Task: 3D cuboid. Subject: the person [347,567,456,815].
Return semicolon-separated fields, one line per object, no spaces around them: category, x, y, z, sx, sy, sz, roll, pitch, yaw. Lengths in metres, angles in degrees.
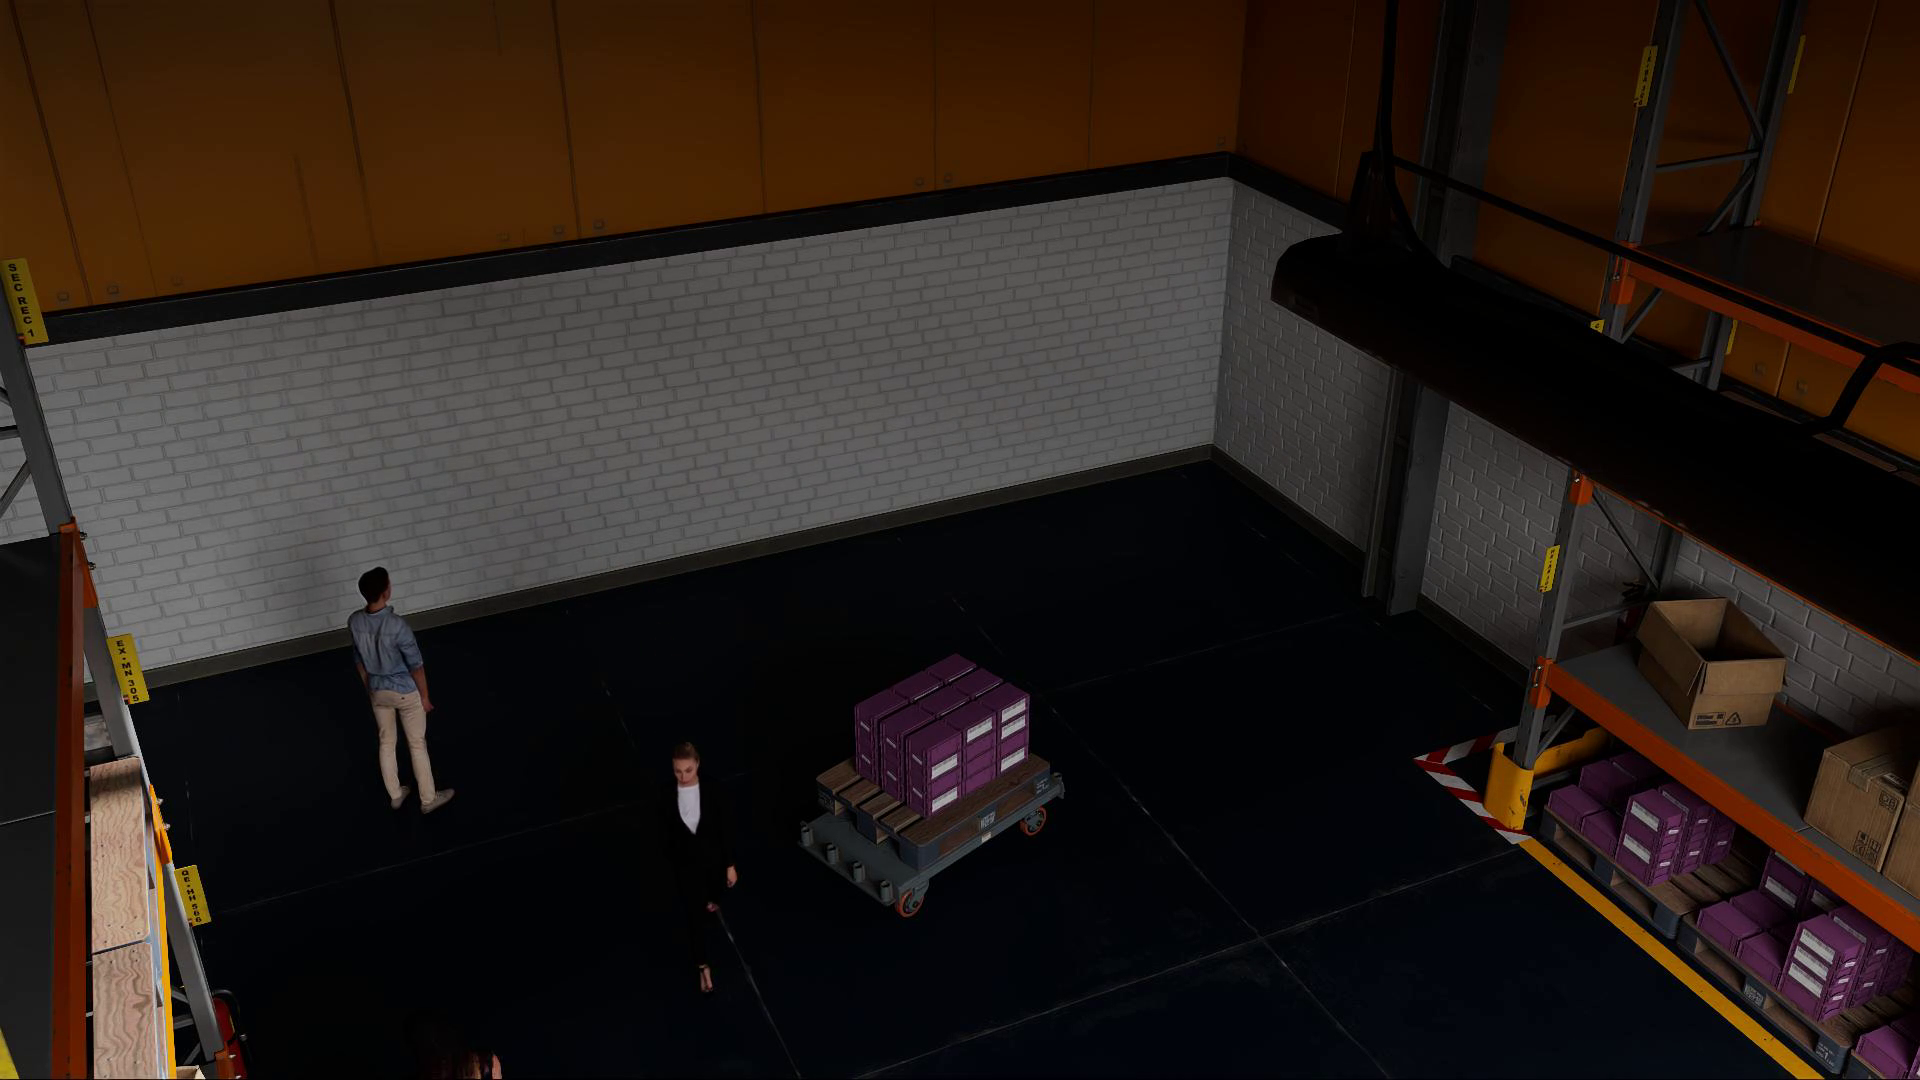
person;-3.794;1.009;11.155;0.725;1.847;0.769;8;30;14

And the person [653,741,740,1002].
person;-1.522;1.847;9.799;0.780;1.675;1.092;-5;29;-10

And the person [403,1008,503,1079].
person;-2.287;2.949;7.776;0.733;1.678;0.987;-15;32;-26
